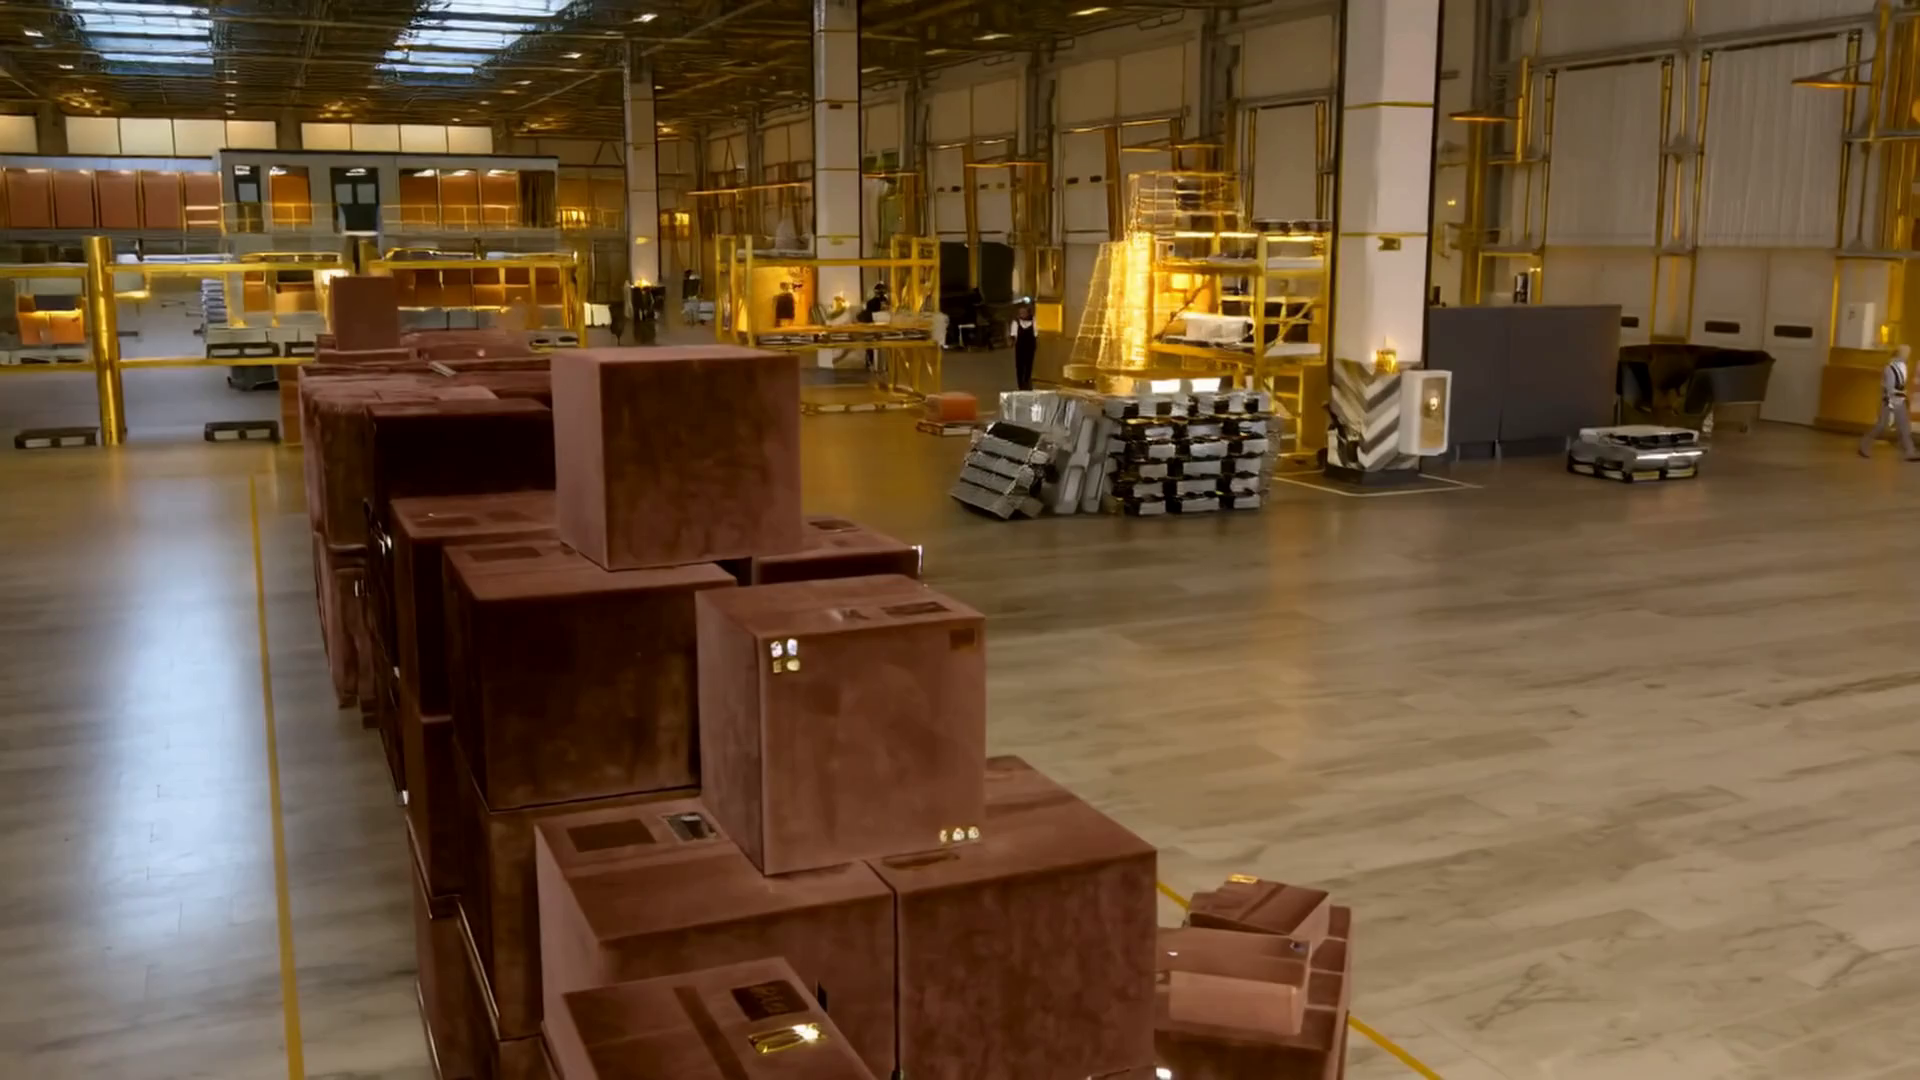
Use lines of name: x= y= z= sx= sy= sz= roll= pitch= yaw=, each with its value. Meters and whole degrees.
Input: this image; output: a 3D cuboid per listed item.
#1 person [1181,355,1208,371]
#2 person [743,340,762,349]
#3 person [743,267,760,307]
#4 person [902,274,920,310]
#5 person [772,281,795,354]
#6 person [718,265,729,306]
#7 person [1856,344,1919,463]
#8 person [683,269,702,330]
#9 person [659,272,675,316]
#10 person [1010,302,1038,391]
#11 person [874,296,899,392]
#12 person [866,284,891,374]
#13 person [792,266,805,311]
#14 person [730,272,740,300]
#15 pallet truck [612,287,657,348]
person: x=3.699 y=-2.593 z=26.111 sx=0.485 sy=1.744 sz=0.308 roll=-4 pitch=11 yaw=-21
person: x=-2.180 y=-1.127 z=17.494 sx=0.628 sy=1.940 sz=0.377 roll=-4 pitch=11 yaw=-21
person: x=-9.204 y=-11.184 z=73.056 sx=0.655 sy=1.903 sz=0.912 roll=-9 pitch=14 yaw=-42
person: x=-1.645 y=-8.083 z=56.206 sx=0.612 sy=1.809 sz=0.907 roll=4 pitch=11 yaw=23
person: x=-4.572 y=-5.723 z=42.938 sx=0.636 sy=1.899 sz=0.639 roll=3 pitch=11 yaw=19
person: x=-10.532 y=-11.273 z=73.696 sx=0.622 sy=1.840 sz=0.430 roll=-4 pitch=11 yaw=-21
person: x=12.557 y=-1.838 z=22.376 sx=0.525 sy=1.593 sz=0.882 roll=-5 pitch=12 yaw=-27
person: x=-8.822 y=-7.941 z=54.892 sx=0.611 sy=1.996 sz=0.387 roll=-4 pitch=11 yaw=-21
person: x=-11.458 y=-9.543 z=64.501 sx=0.869 sy=1.710 sz=0.530 roll=7 pitch=13 yaw=35
person: x=1.211 y=-3.565 z=31.269 sx=0.520 sy=1.821 sz=0.781 roll=1 pitch=10 yaw=3
person: x=-1.444 y=-3.835 z=32.606 sx=0.521 sy=1.873 sz=0.334 roll=-4 pitch=11 yaw=-21
person: x=-1.793 y=-4.706 z=37.079 sx=0.611 sy=1.990 sz=0.392 roll=-4 pitch=11 yaw=-21
person: x=-6.634 y=-10.386 z=68.540 sx=0.544 sy=1.933 sz=0.376 roll=-4 pitch=11 yaw=-21
person: x=-9.235 y=-10.243 z=68.399 sx=0.533 sy=1.697 sz=0.322 roll=-4 pitch=11 yaw=-21
pallet truck: x=-6.464 y=-4.406 z=35.401 sx=0.823 sy=1.965 sz=1.885 roll=6 pitch=12 yaw=32
